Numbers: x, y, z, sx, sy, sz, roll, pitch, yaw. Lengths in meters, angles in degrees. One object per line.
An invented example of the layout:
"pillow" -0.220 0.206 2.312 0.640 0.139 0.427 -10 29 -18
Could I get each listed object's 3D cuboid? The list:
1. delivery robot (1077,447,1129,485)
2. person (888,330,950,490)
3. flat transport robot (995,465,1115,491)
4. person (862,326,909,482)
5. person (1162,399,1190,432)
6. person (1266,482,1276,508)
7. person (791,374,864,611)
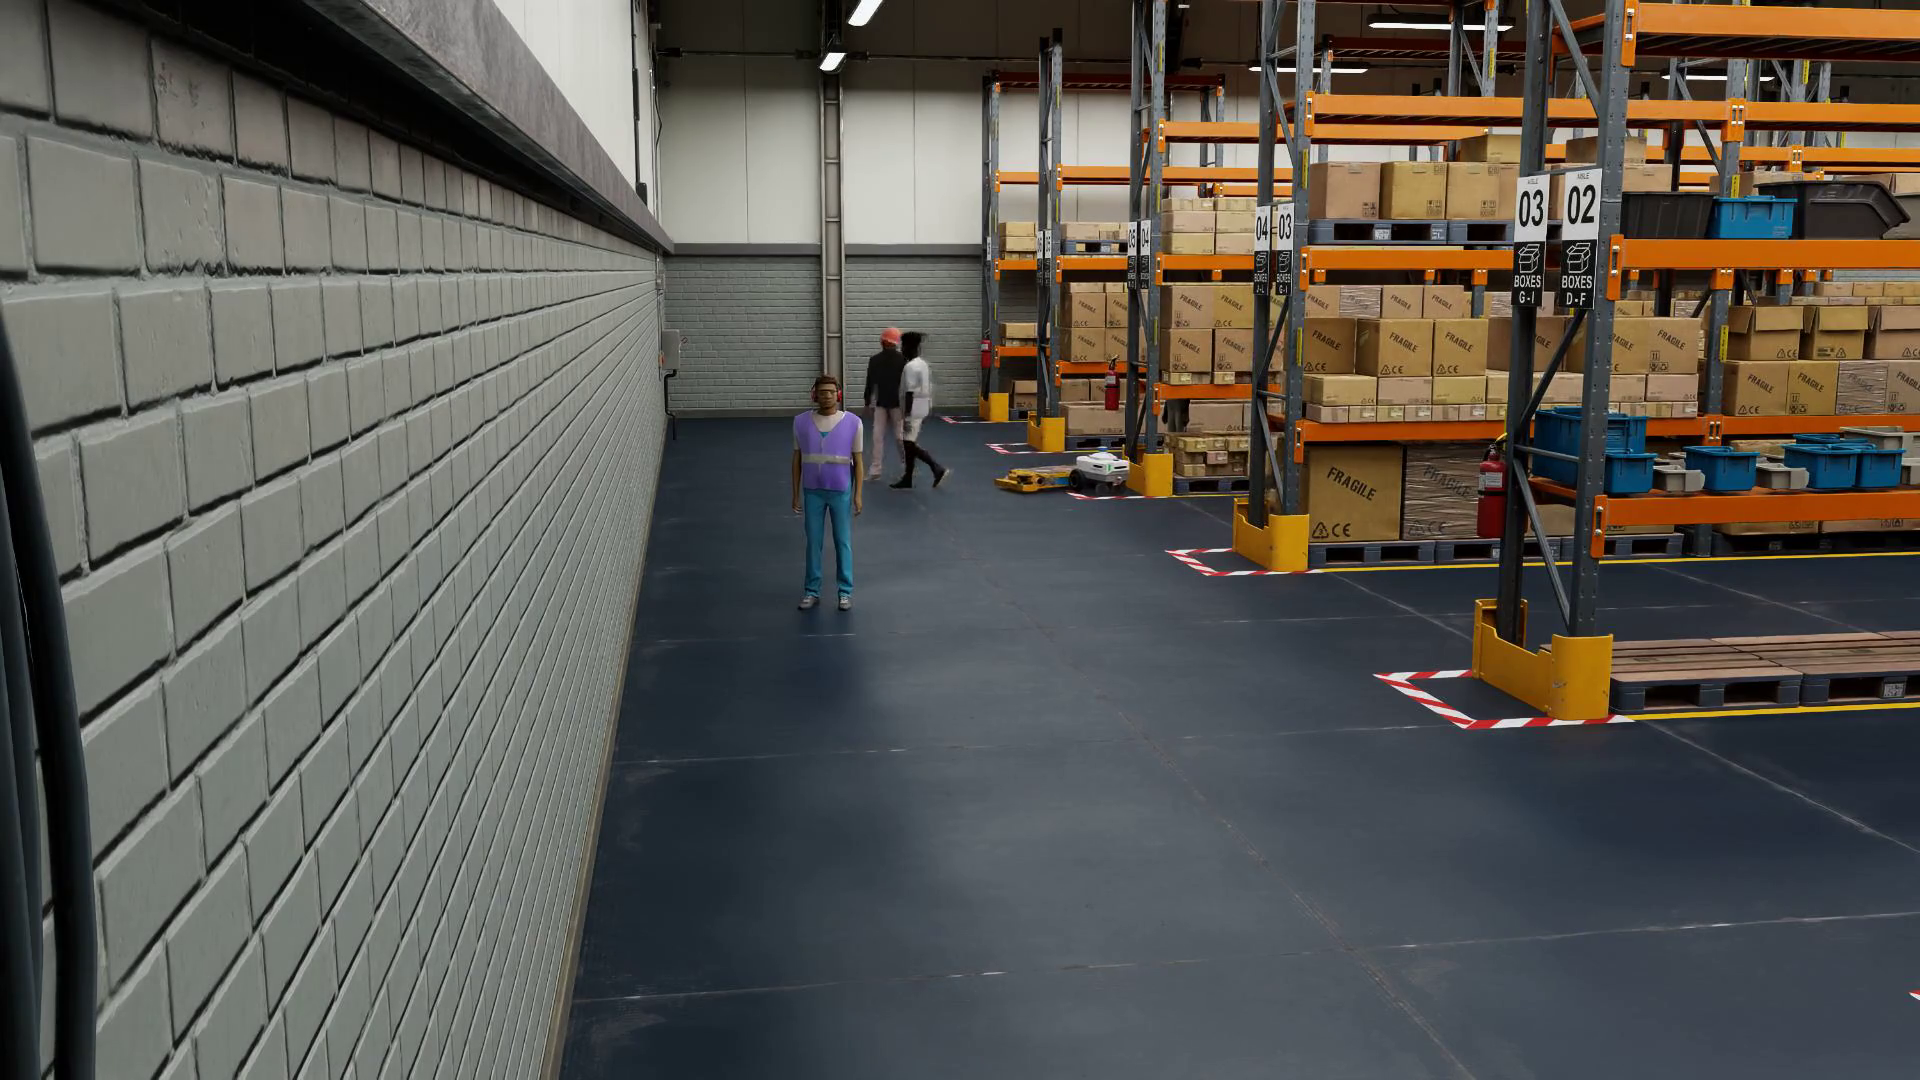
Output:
"delivery robot" 1.701 -0.868 19.785 0.477 0.478 0.707 -6 11 -31
"person" -0.492 -1.531 19.890 0.711 1.947 0.613 2 9 13
"flat transport robot" 1.200 -0.769 20.333 1.431 0.197 0.652 -5 11 -29
"person" -0.920 -1.704 20.904 0.721 1.967 0.506 6 11 32
"person" 2.675 -1.608 20.632 0.333 1.860 0.510 -4 10 -25
"person" 3.850 -1.284 18.241 1.075 1.993 0.622 0 9 -1
"person" -1.036 -0.373 13.030 0.570 1.849 0.380 1 9 7
